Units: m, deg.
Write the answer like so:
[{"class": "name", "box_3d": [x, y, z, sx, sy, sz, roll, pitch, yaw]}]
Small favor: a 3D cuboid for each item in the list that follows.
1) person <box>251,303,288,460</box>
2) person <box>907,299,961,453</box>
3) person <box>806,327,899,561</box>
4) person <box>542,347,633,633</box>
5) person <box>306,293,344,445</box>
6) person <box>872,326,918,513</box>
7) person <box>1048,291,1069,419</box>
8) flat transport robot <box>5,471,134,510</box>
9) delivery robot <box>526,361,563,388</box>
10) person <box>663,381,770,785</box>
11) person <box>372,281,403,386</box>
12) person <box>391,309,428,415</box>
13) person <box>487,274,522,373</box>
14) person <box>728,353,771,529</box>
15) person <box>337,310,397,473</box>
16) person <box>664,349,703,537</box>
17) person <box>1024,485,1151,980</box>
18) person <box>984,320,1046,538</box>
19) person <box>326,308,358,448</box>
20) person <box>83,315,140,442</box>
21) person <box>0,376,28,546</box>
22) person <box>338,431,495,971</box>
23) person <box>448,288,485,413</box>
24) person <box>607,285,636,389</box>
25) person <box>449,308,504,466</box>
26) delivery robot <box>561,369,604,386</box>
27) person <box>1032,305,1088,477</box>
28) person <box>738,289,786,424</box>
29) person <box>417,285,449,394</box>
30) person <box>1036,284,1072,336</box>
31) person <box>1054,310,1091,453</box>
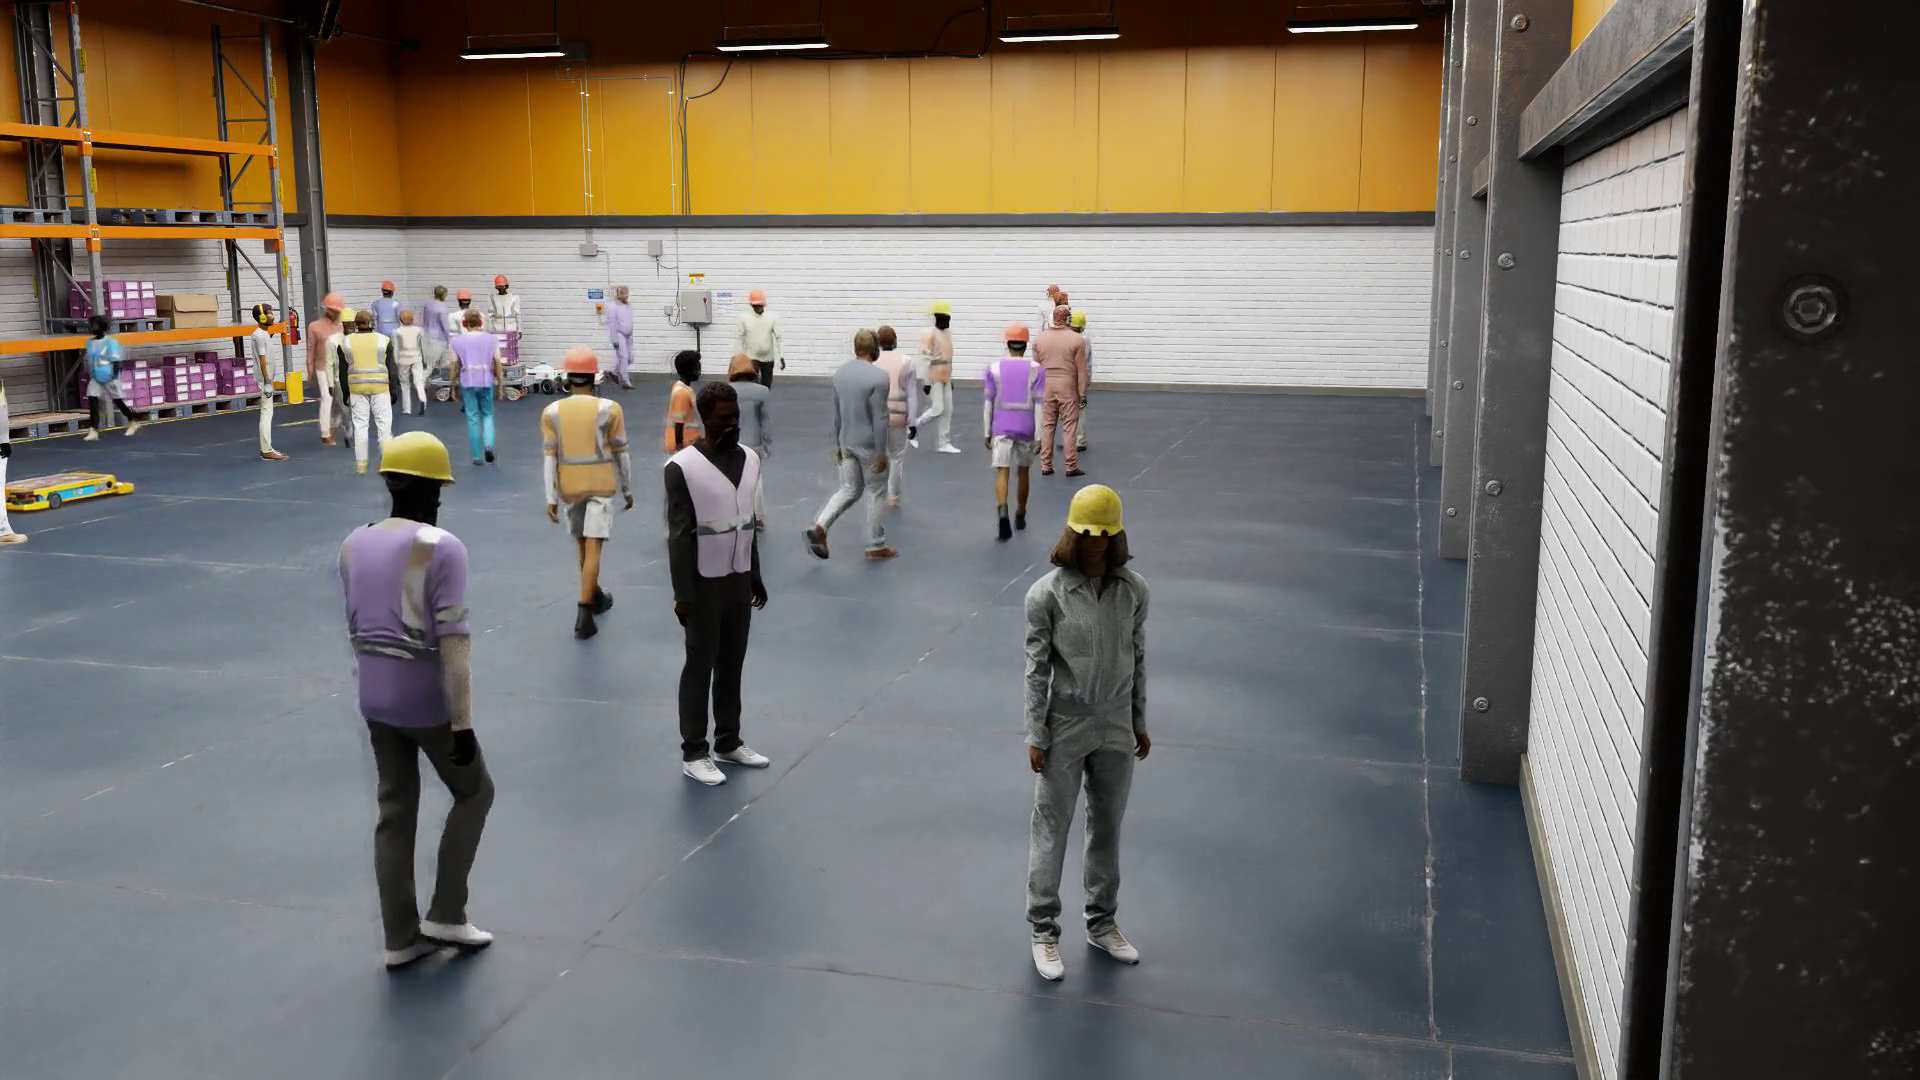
[{"class": "person", "box_3d": [-8.316, -1.901, 19.986, 0.326, 1.876, 0.520, -4, 11, -23]}, {"class": "person", "box_3d": [-0.319, -2.018, 20.570, 0.614, 1.911, 0.592, 5, 11, 28]}, {"class": "person", "box_3d": [-0.851, -0.747, 13.350, 0.766, 1.918, 0.642, -10, 14, -43]}, {"class": "person", "box_3d": [-2.513, -0.345, 11.170, 0.545, 1.890, 1.037, 1, 10, 6]}, {"class": "person", "box_3d": [-8.212, -2.244, 21.714, 0.624, 1.958, 0.823, -6, 12, -32]}, {"class": "person", "box_3d": [-0.728, -1.155, 15.982, 0.637, 1.805, 0.939, 0, 10, -1]}, {"class": "person", "box_3d": [1.458, -2.755, 24.800, 0.337, 1.880, 0.584, 2, 10, 12]}, {"class": "flat transport robot", "box_3d": [-9.037, -0.498, 16.577, 0.652, 0.197, 1.431, 3, 10, 15]}, {"class": "delivery robot", "box_3d": [-7.239, -2.866, 28.922, 0.707, 0.478, 0.477, 4, 11, 22]}, {"class": "person", "box_3d": [-1.173, 0.193, 8.003, 0.375, 1.917, 0.598, 7, 12, 33]}, {"class": "person", "box_3d": [-10.501, -3.769, 30.520, 0.598, 1.930, 0.487, -1, 10, -6]}, {"class": "person", "box_3d": [-8.290, -2.677, 25.154, 0.521, 1.613, 0.743, -6, 12, -32]}, {"class": "person", "box_3d": [-8.513, -3.941, 31.108, 0.613, 2.030, 0.404, -2, 10, -11]}, {"class": "person", "box_3d": [-1.943, -0.852, 14.787, 0.500, 1.609, 0.659, -3, 10, -14]}, {"class": "person", "box_3d": [-6.667, -1.668, 18.777, 0.621, 1.838, 0.429, -2, 10, -13]}, {"class": "person", "box_3d": [-2.328, -0.797, 14.298, 0.483, 1.676, 0.545, -2, 10, -12]}, {"class": "person", "box_3d": [0.457, 0.664, 5.834, 0.492, 1.741, 0.313, -5, 11, -25]}, {"class": "person", "box_3d": [0.480, -0.982, 14.707, 0.551, 1.911, 0.899, 1, 10, 6]}, {"class": "person", "box_3d": [-7.619, -2.010, 20.818, 0.597, 1.805, 0.882, -4, 11, -23]}, {"class": "person", "box_3d": [-11.303, -2.161, 22.063, 0.537, 1.664, 0.844, 3, 10, 16]}, {"class": "person", "box_3d": [-8.351, -0.865, 14.206, 0.625, 1.846, 0.429, 3, 11, 19]}, {"class": "person", "box_3d": [-1.926, 0.570, 5.919, 0.637, 1.896, 0.542, 5, 11, 26]}, {"class": "person", "box_3d": [-7.542, -2.893, 25.482, 0.545, 1.925, 0.492, -6, 12, -32]}, {"class": "person", "box_3d": [-6.108, -3.638, 29.834, 0.575, 1.876, 0.657, 5, 11, 28]}, {"class": "person", "box_3d": [-5.635, -1.775, 19.380, 0.598, 1.830, 0.451, -5, 11, -26]}, {"class": "delivery robot", "box_3d": [-6.523, -2.833, 28.734, 0.707, 0.478, 0.477, -1, 10, -5]}, {"class": "person", "box_3d": [1.131, -1.661, 18.538, 0.652, 1.906, 0.402, 5, 11, 26]}, {"class": "person", "box_3d": [-2.810, -2.576, 23.614, 0.648, 1.928, 1.002, -2, 10, -10]}, {"class": "person", "box_3d": [-9.010, -3.456, 28.775, 0.991, 1.876, 0.664, -9, 14, -43]}, {"class": "person", "box_3d": [1.581, -3.400, 28.382, 0.652, 1.906, 0.403, -4, 11, -19]}, {"class": "person", "box_3d": [1.409, -1.933, 20.444, 0.419, 1.775, 0.656, -3, 10, -17]}]
